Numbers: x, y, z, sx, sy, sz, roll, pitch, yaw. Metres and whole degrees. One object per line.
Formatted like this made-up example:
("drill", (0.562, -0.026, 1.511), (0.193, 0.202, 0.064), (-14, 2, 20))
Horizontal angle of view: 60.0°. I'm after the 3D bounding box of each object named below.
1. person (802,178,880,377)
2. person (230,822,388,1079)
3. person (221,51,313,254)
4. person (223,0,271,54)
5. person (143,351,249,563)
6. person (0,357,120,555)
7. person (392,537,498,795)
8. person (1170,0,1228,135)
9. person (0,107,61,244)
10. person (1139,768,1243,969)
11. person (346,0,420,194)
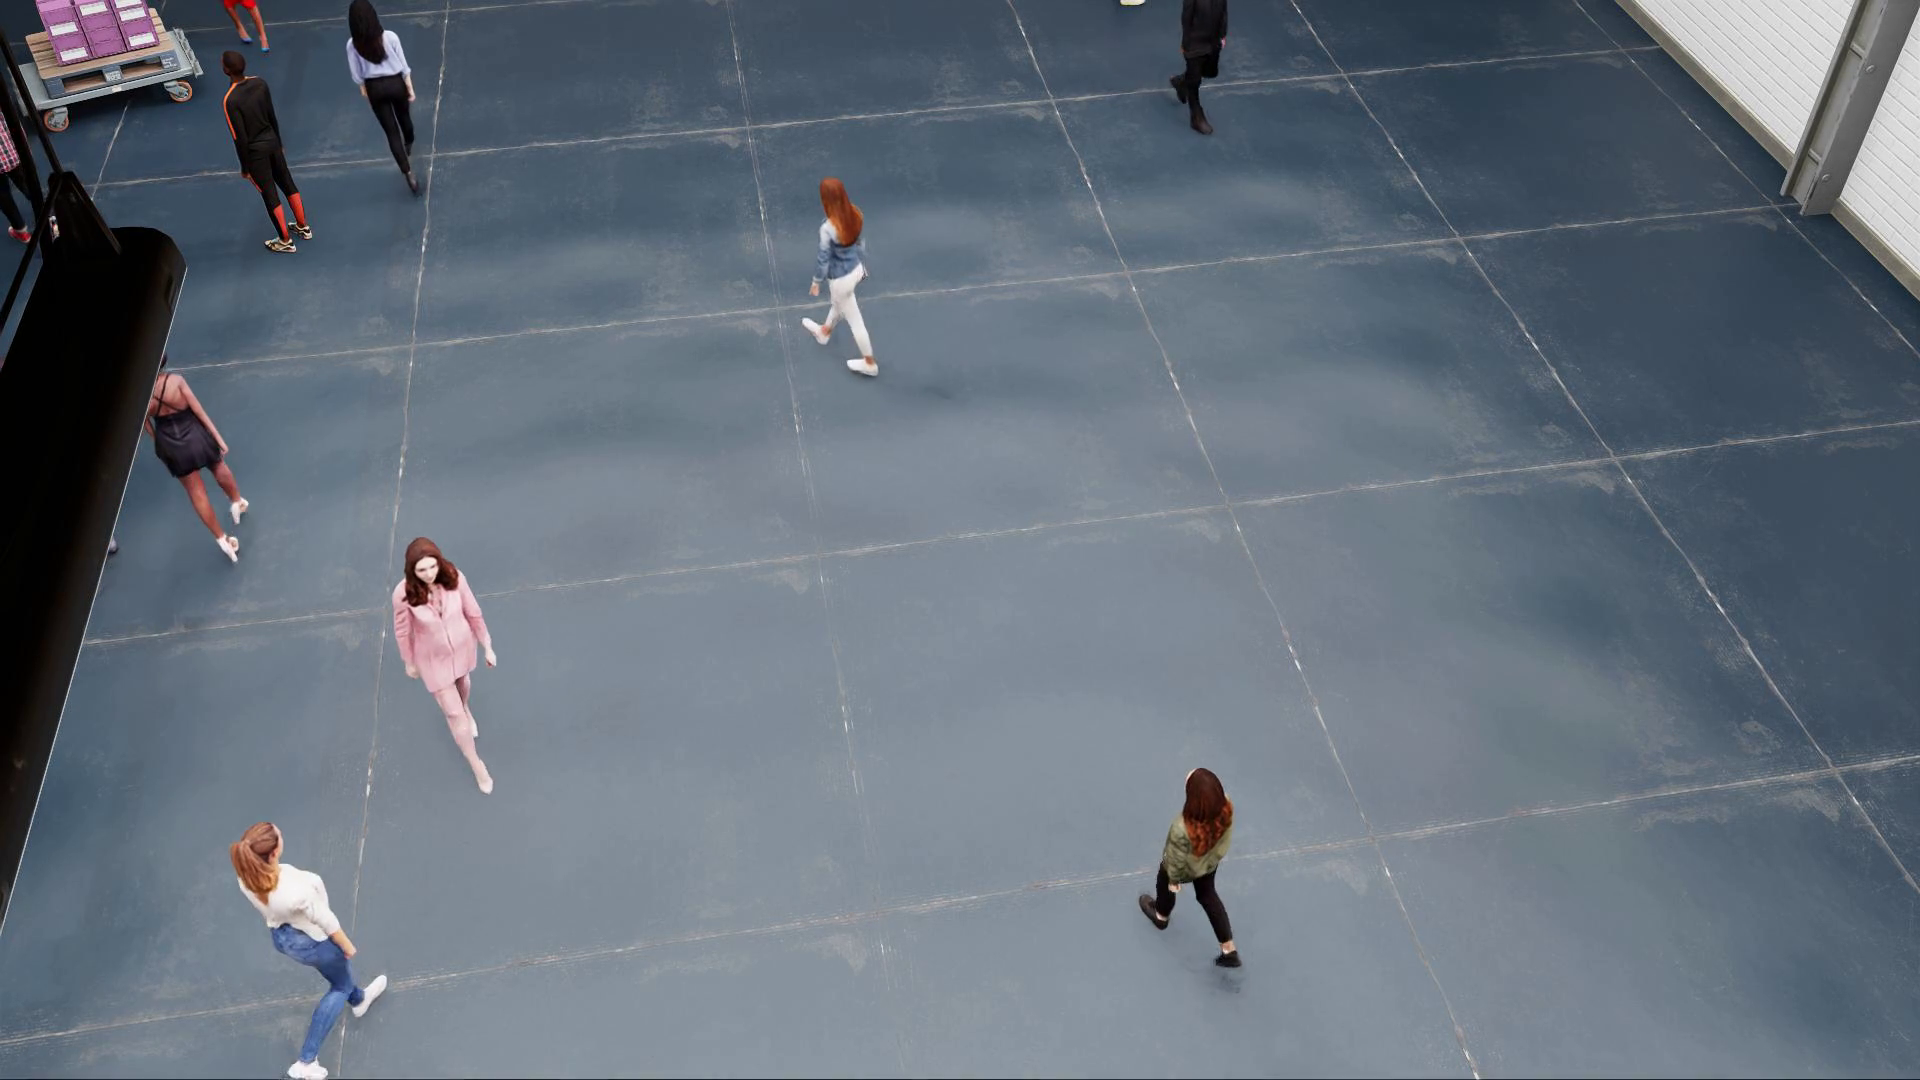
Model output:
("person", (-0.801, -1.961, 12.665), (1.067, 1.667, 1.056), (21, 48, 21))
("person", (-3.342, 2.084, 8.391), (0.969, 1.706, 1.074), (22, 48, 22))
("person", (-5.845, -3.263, 13.929), (0.759, 1.808, 0.663), (18, 47, 18))
("person", (-7.392, -5.721, 16.575), (0.855, 1.717, 0.979), (-33, 52, -29))
("person", (-5.168, -0.546, 11.119), (0.719, 1.750, 0.891), (-12, 45, -13))
("person", (-6.114, -0.537, 11.158), (0.670, 1.684, 0.641), (-22, 48, -21))
("person", (-3.080, 0.609, 9.895), (0.929, 1.766, 1.149), (-25, 49, -24))
("person", (2.203, -4.691, 15.464), (0.851, 1.759, 1.042), (-25, 49, -24))
("person", (-7.999, -3.201, 13.913), (1.135, 1.741, 1.045), (29, 51, 27))
("person", (1.302, 1.767, 8.904), (0.825, 1.457, 1.043), (-24, 49, -23))
("person", (-5.031, -3.857, 14.628), (0.808, 1.705, 1.158), (-15, 46, -15))
